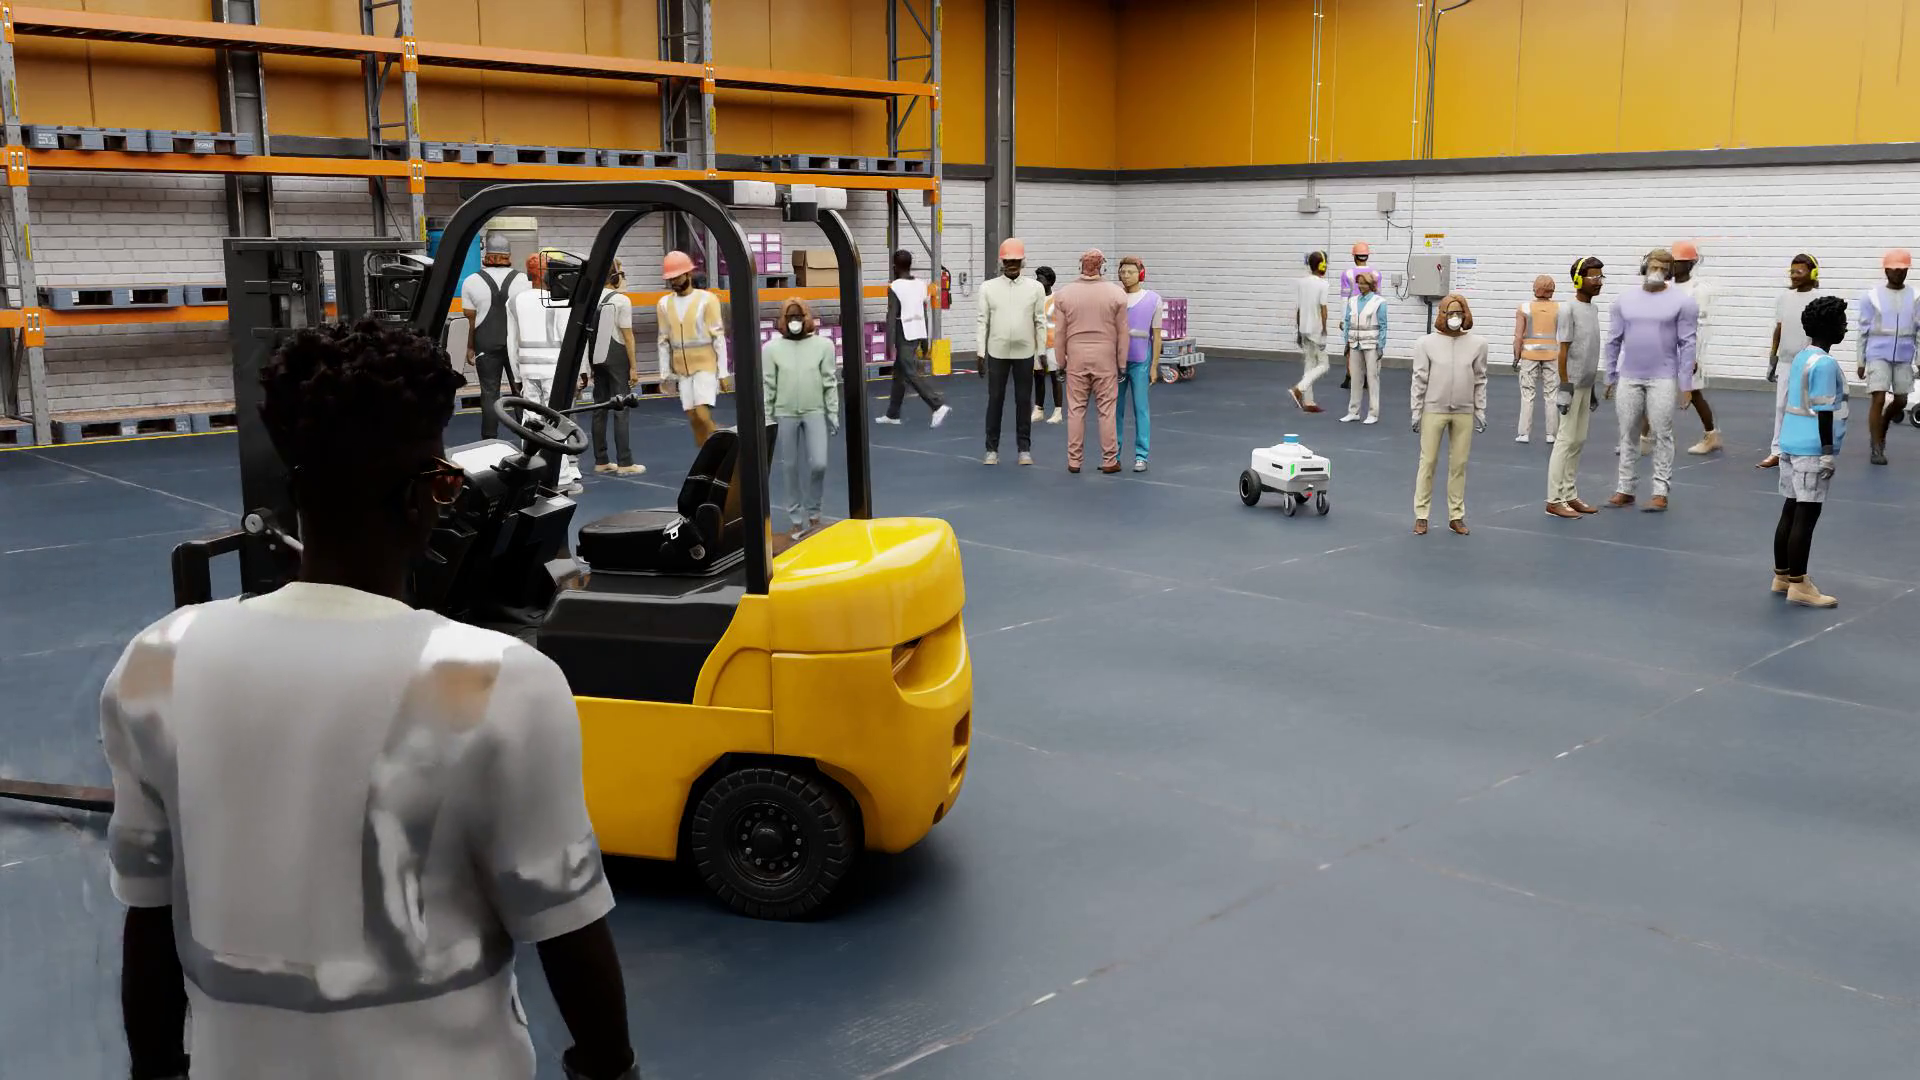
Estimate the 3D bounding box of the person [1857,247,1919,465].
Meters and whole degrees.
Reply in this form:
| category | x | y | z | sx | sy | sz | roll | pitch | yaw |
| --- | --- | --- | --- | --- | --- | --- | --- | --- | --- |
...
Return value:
| category | x | y | z | sx | sy | sz | roll | pitch | yaw |
| --- | --- | --- | --- | --- | --- | --- | --- | --- | --- |
| person | 8.291 | -1.652 | 14.867 | 0.548 | 1.922 | 0.687 | 3 | 11 | 14 |

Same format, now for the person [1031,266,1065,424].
| category | x | y | z | sx | sy | sz | roll | pitch | yaw |
| --- | --- | --- | --- | --- | --- | --- | --- | --- | --- |
| person | 0.925 | -2.091 | 17.877 | 0.540 | 1.697 | 0.317 | 9 | 14 | 41 |

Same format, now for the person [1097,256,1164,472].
| category | x | y | z | sx | sy | sz | roll | pitch | yaw |
| --- | --- | --- | --- | --- | --- | --- | --- | --- | --- |
| person | 1.463 | -1.512 | 14.313 | 0.567 | 1.848 | 0.386 | 5 | 12 | 26 |

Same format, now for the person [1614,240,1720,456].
| category | x | y | z | sx | sy | sz | roll | pitch | yaw |
| --- | --- | --- | --- | --- | --- | --- | --- | --- | --- |
| person | 6.570 | -1.737 | 15.204 | 1.088 | 1.987 | 0.624 | -4 | 11 | -19 |

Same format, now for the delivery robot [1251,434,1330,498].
| category | x | y | z | sx | sy | sz | roll | pitch | yaw |
| --- | --- | --- | --- | --- | --- | --- | --- | --- | --- |
| delivery robot | 2.437 | -0.537 | 12.272 | 0.477 | 0.478 | 0.707 | -3 | 11 | -15 |

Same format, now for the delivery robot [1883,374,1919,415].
| category | x | y | z | sx | sy | sz | roll | pitch | yaw |
| --- | --- | --- | --- | --- | --- | --- | --- | --- | --- |
| delivery robot | 10.161 | -1.527 | 17.668 | 0.477 | 0.478 | 0.707 | -5 | 11 | -26 |

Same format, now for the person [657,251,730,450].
| category | x | y | z | sx | sy | sz | roll | pitch | yaw |
| --- | --- | --- | --- | --- | --- | --- | --- | --- | --- |
| person | -2.154 | -1.359 | 13.358 | 0.583 | 1.900 | 0.496 | 5 | 11 | 23 |

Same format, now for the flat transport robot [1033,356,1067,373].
| category | x | y | z | sx | sy | sz | roll | pitch | yaw |
| --- | --- | --- | --- | --- | --- | --- | --- | --- | --- |
| flat transport robot | 1.617 | -2.610 | 24.605 | 1.431 | 0.197 | 0.652 | -3 | 11 | -15 |

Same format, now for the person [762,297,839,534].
| category | x | y | z | sx | sy | sz | roll | pitch | yaw |
| --- | --- | --- | --- | --- | --- | --- | --- | --- | --- |
| person | -1.067 | -0.794 | 11.025 | 0.524 | 1.614 | 0.493 | -1 | 10 | -6 |

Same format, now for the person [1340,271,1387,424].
| category | x | y | z | sx | sy | sz | roll | pitch | yaw |
| --- | --- | --- | --- | --- | --- | --- | --- | --- | --- |
| person | 4.358 | -2.066 | 17.910 | 0.310 | 1.636 | 0.523 | -8 | 13 | -38 |

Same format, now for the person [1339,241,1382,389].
| category | x | y | z | sx | sy | sz | roll | pitch | yaw |
| --- | --- | --- | --- | --- | --- | --- | --- | --- | --- |
| person | 5.269 | -2.958 | 21.949 | 0.545 | 1.941 | 0.350 | -1 | 10 | -3 |

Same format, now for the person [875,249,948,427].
| category | x | y | z | sx | sy | sz | roll | pitch | yaw |
| --- | --- | --- | --- | --- | --- | --- | --- | --- | --- |
| person | -0.508 | -2.134 | 17.640 | 0.934 | 1.880 | 0.595 | 7 | 12 | 32 |

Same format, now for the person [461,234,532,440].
| category | x | y | z | sx | sy | sz | roll | pitch | yaw |
| --- | --- | --- | --- | --- | --- | --- | --- | --- | --- |
| person | -4.279 | -1.833 | 15.540 | 0.688 | 2.000 | 0.536 | -3 | 11 | -16 |

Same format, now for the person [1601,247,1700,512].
| category | x | y | z | sx | sy | sz | roll | pitch | yaw |
| --- | --- | --- | --- | --- | --- | --- | --- | --- | --- |
| person | 5.061 | -1.171 | 12.254 | 0.666 | 1.929 | 0.387 | 9 | 14 | 40 |

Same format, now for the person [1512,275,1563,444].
| category | x | y | z | sx | sy | sz | roll | pitch | yaw |
| --- | --- | --- | --- | --- | --- | --- | --- | --- | --- |
| person | 5.639 | -1.748 | 16.175 | 0.523 | 1.637 | 0.310 | 2 | 11 | 9 |

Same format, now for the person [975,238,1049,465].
| category | x | y | z | sx | sy | sz | roll | pitch | yaw |
| --- | --- | --- | --- | --- | --- | --- | --- | --- | --- |
| person | 0.451 | -1.651 | 14.666 | 0.651 | 1.990 | 0.411 | -1 | 10 | -3 |

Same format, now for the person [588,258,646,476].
| category | x | y | z | sx | sy | sz | roll | pitch | yaw |
| --- | --- | --- | --- | --- | --- | --- | --- | --- | --- |
| person | -2.932 | -1.460 | 14.039 | 0.509 | 1.846 | 0.342 | 5 | 12 | 27 |

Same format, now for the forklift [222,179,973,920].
| category | x | y | z | sx | sy | sz | roll | pitch | yaw |
| --- | --- | --- | --- | --- | --- | --- | --- | --- | --- |
| forklift | -1.114 | -0.058 | 5.440 | 2.313 | 2.155 | 1.214 | 2 | 11 | 13 |

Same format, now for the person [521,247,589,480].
| category | x | y | z | sx | sy | sz | roll | pitch | yaw |
| --- | --- | --- | --- | --- | --- | --- | --- | --- | --- |
| person | -3.359 | -1.449 | 13.753 | 0.587 | 1.928 | 0.364 | -2 | 11 | -11 |

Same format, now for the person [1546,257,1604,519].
| category | x | y | z | sx | sy | sz | roll | pitch | yaw |
| --- | --- | --- | --- | --- | --- | --- | --- | --- | --- |
| person | 4.465 | -1.096 | 11.988 | 0.316 | 1.870 | 0.531 | 10 | 14 | 43 |

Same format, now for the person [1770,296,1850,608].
| category | x | y | z | sx | sy | sz | roll | pitch | yaw |
| --- | --- | --- | --- | --- | --- | --- | --- | --- | --- |
| person | 4.684 | -0.486 | 9.137 | 0.318 | 1.697 | 0.534 | 2 | 11 | 11 |

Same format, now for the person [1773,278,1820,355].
| category | x | y | z | sx | sy | sz | roll | pitch | yaw |
| --- | --- | --- | --- | --- | --- | --- | --- | --- | --- |
| person | 8.922 | -2.050 | 17.589 | 0.508 | 1.709 | 0.798 | 1 | 10 | 4 |

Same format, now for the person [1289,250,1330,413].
| category | x | y | z | sx | sy | sz | roll | pitch | yaw |
| --- | --- | --- | --- | --- | --- | --- | --- | --- | --- |
| person | 3.955 | -2.343 | 18.848 | 0.555 | 1.856 | 0.530 | -6 | 12 | -31 |

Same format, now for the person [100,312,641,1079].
| category | x | y | z | sx | sy | sz | roll | pitch | yaw |
| --- | --- | --- | --- | --- | --- | --- | --- | --- | --- |
| person | -0.697 | 0.670 | 2.207 | 0.629 | 1.918 | 0.968 | 3 | 11 | 18 |

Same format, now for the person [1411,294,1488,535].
| category | x | y | z | sx | sy | sz | roll | pitch | yaw |
| --- | --- | --- | --- | --- | --- | --- | --- | --- | --- |
| person | 3.307 | -0.844 | 11.259 | 0.509 | 1.632 | 0.265 | 0 | 10 | 2 |

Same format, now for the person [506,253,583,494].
| category | x | y | z | sx | sy | sz | roll | pitch | yaw |
| --- | --- | --- | --- | --- | --- | --- | --- | --- | --- |
| person | -3.229 | -1.276 | 12.937 | 0.576 | 1.881 | 0.354 | 3 | 11 | 16 |

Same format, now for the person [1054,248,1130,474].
| category | x | y | z | sx | sy | sz | roll | pitch | yaw |
| --- | --- | --- | --- | --- | --- | --- | --- | --- | --- |
| person | 1.124 | -1.514 | 14.163 | 0.640 | 1.910 | 0.401 | 2 | 11 | 13 |

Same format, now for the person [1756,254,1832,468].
| category | x | y | z | sx | sy | sz | roll | pitch | yaw |
| --- | --- | --- | --- | --- | --- | --- | --- | --- | --- |
| person | 7.203 | -1.519 | 14.309 | 0.310 | 1.864 | 0.534 | -7 | 12 | -32 |
